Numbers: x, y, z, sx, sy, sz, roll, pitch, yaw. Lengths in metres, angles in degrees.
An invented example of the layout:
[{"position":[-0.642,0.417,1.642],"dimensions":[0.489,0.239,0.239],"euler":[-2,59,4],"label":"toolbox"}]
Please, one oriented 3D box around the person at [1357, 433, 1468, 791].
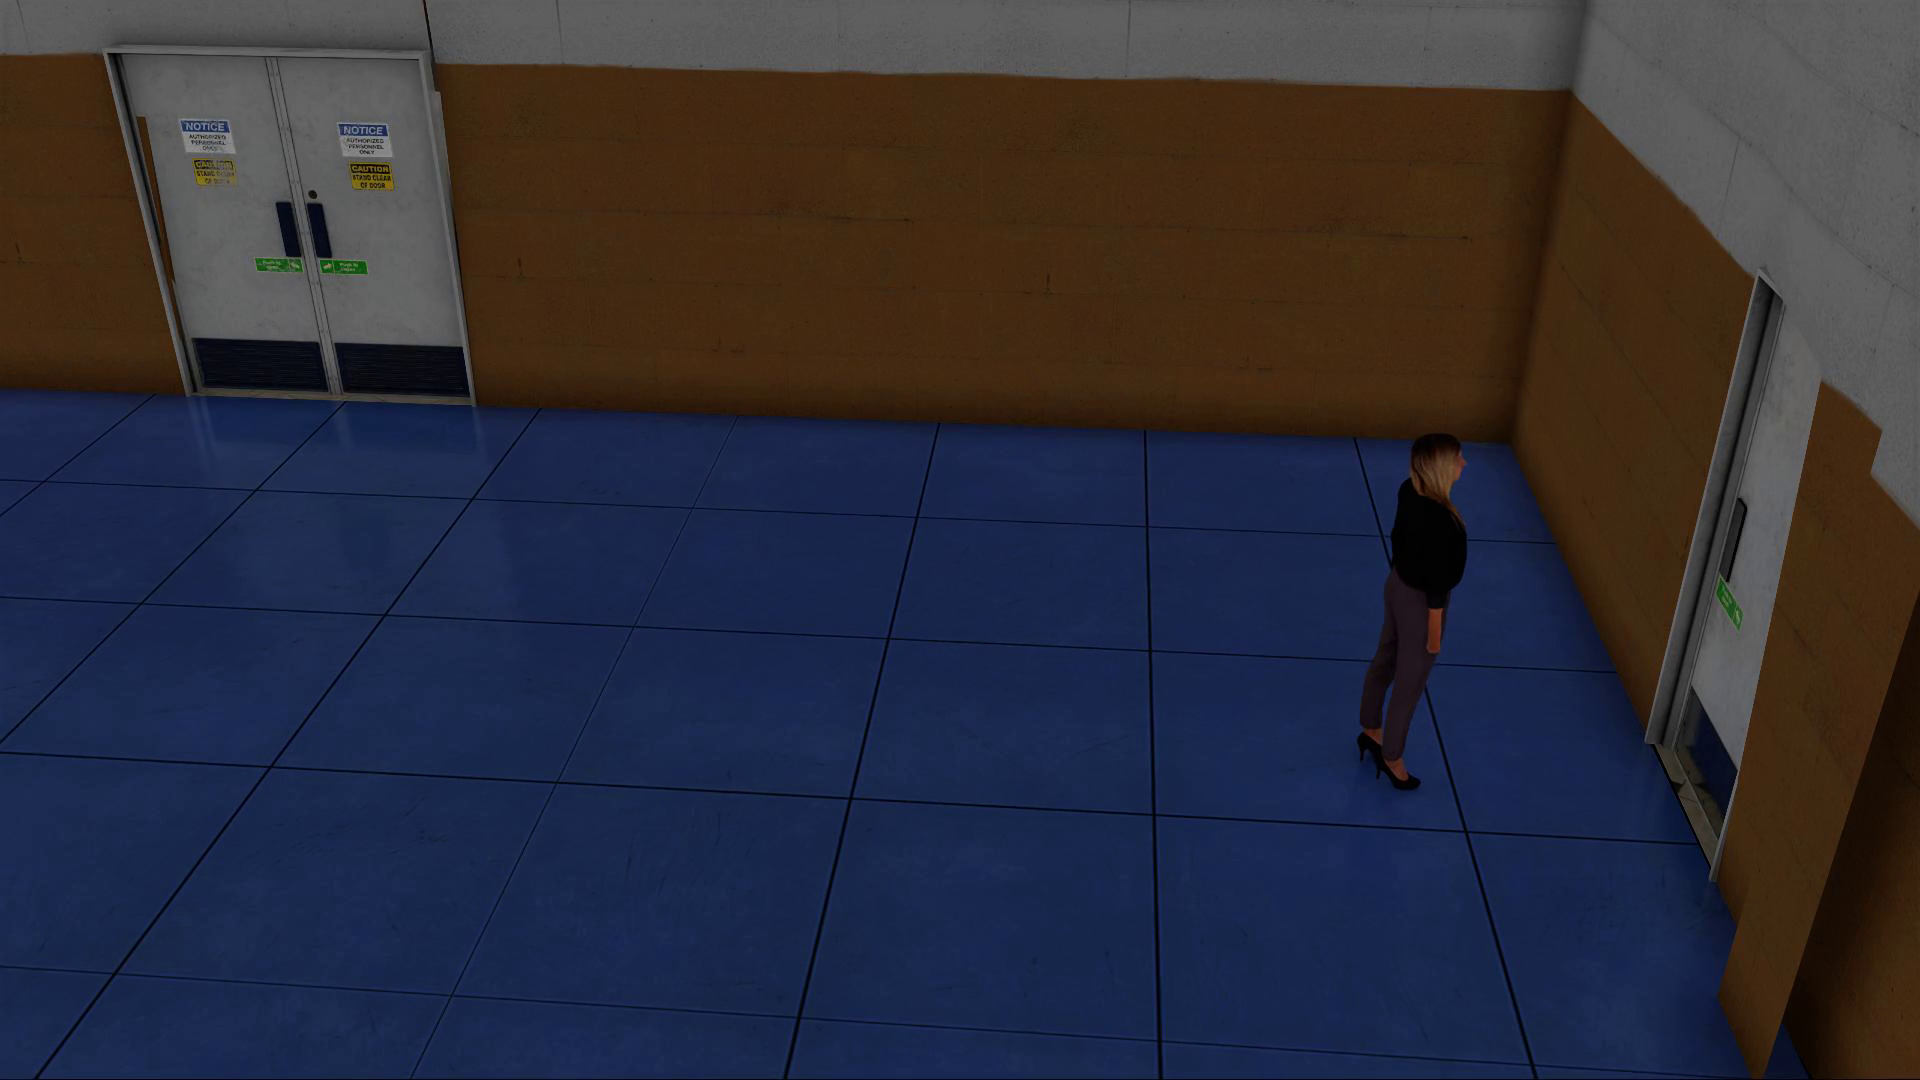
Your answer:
[{"position":[1.933,0.302,7.136],"dimensions":[0.707,1.670,0.549],"euler":[-4,29,-7],"label":"person"}]
